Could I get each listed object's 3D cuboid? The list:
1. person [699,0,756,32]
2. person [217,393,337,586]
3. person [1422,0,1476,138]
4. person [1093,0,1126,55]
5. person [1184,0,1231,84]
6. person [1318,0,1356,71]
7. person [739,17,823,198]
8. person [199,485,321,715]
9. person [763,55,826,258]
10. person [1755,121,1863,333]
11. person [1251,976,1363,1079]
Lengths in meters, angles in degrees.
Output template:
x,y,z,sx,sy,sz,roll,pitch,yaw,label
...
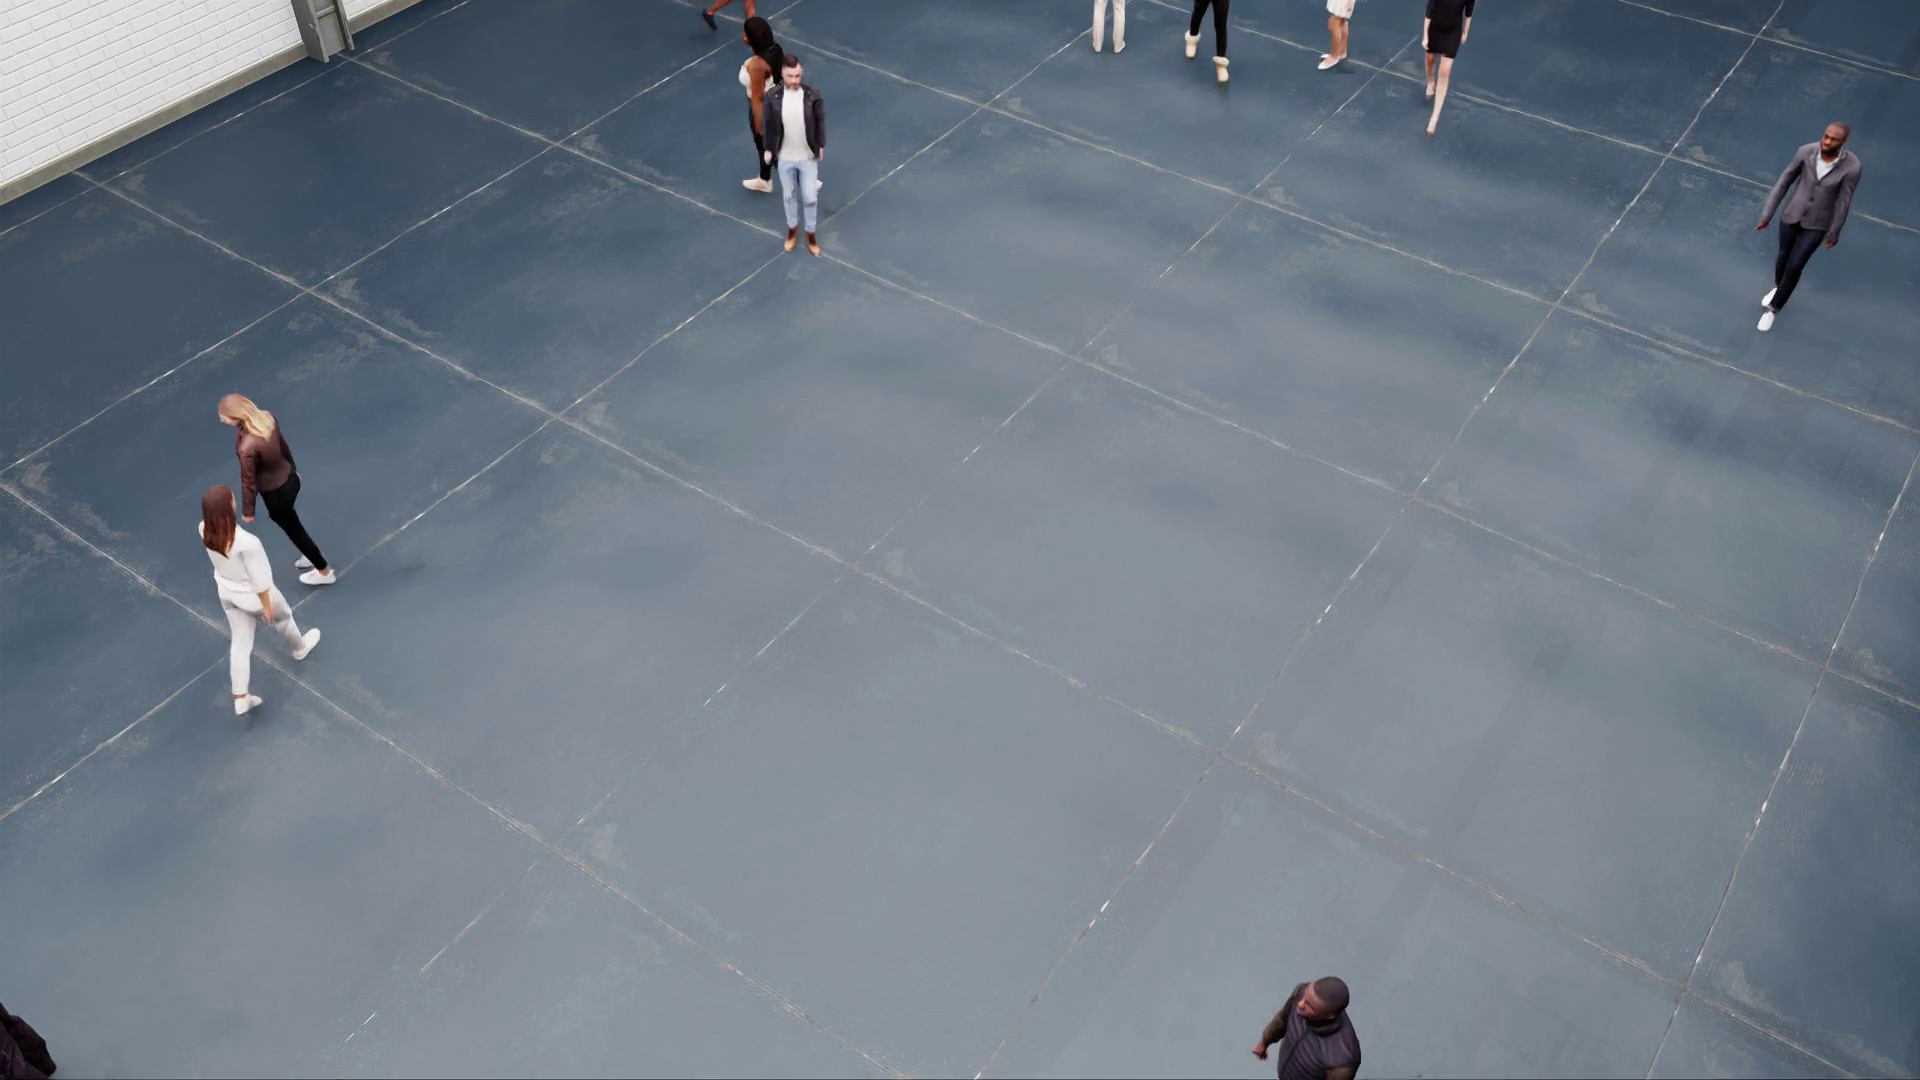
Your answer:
x,y,z,sx,sy,sz,roll,pitch,yaw,label
-2.378,-5.920,17.129,0.979,1.716,1.056,4,44,4,person
-4.536,-0.329,11.285,0.834,1.681,0.753,0,44,0,person
4.641,-4.863,15.998,0.768,1.746,1.219,13,45,13,person
1.549,-5.842,17.041,0.681,1.724,0.679,5,44,5,person
2.524,-5.438,16.686,0.965,1.629,1.171,9,44,10,person
3.920,-5.555,16.767,0.857,1.687,0.807,-8,44,-8,person
-1.626,-3.796,14.850,0.907,1.785,1.105,13,45,14,person
-4.569,0.388,10.550,0.843,1.657,1.170,11,45,11,person
-1.415,-3.359,14.355,0.795,1.835,0.825,0,44,0,person
6.972,-2.642,13.638,1.029,1.786,0.856,-34,53,-30,person
1.774,2.657,8.071,1.219,1.793,1.173,-6,44,-6,person
